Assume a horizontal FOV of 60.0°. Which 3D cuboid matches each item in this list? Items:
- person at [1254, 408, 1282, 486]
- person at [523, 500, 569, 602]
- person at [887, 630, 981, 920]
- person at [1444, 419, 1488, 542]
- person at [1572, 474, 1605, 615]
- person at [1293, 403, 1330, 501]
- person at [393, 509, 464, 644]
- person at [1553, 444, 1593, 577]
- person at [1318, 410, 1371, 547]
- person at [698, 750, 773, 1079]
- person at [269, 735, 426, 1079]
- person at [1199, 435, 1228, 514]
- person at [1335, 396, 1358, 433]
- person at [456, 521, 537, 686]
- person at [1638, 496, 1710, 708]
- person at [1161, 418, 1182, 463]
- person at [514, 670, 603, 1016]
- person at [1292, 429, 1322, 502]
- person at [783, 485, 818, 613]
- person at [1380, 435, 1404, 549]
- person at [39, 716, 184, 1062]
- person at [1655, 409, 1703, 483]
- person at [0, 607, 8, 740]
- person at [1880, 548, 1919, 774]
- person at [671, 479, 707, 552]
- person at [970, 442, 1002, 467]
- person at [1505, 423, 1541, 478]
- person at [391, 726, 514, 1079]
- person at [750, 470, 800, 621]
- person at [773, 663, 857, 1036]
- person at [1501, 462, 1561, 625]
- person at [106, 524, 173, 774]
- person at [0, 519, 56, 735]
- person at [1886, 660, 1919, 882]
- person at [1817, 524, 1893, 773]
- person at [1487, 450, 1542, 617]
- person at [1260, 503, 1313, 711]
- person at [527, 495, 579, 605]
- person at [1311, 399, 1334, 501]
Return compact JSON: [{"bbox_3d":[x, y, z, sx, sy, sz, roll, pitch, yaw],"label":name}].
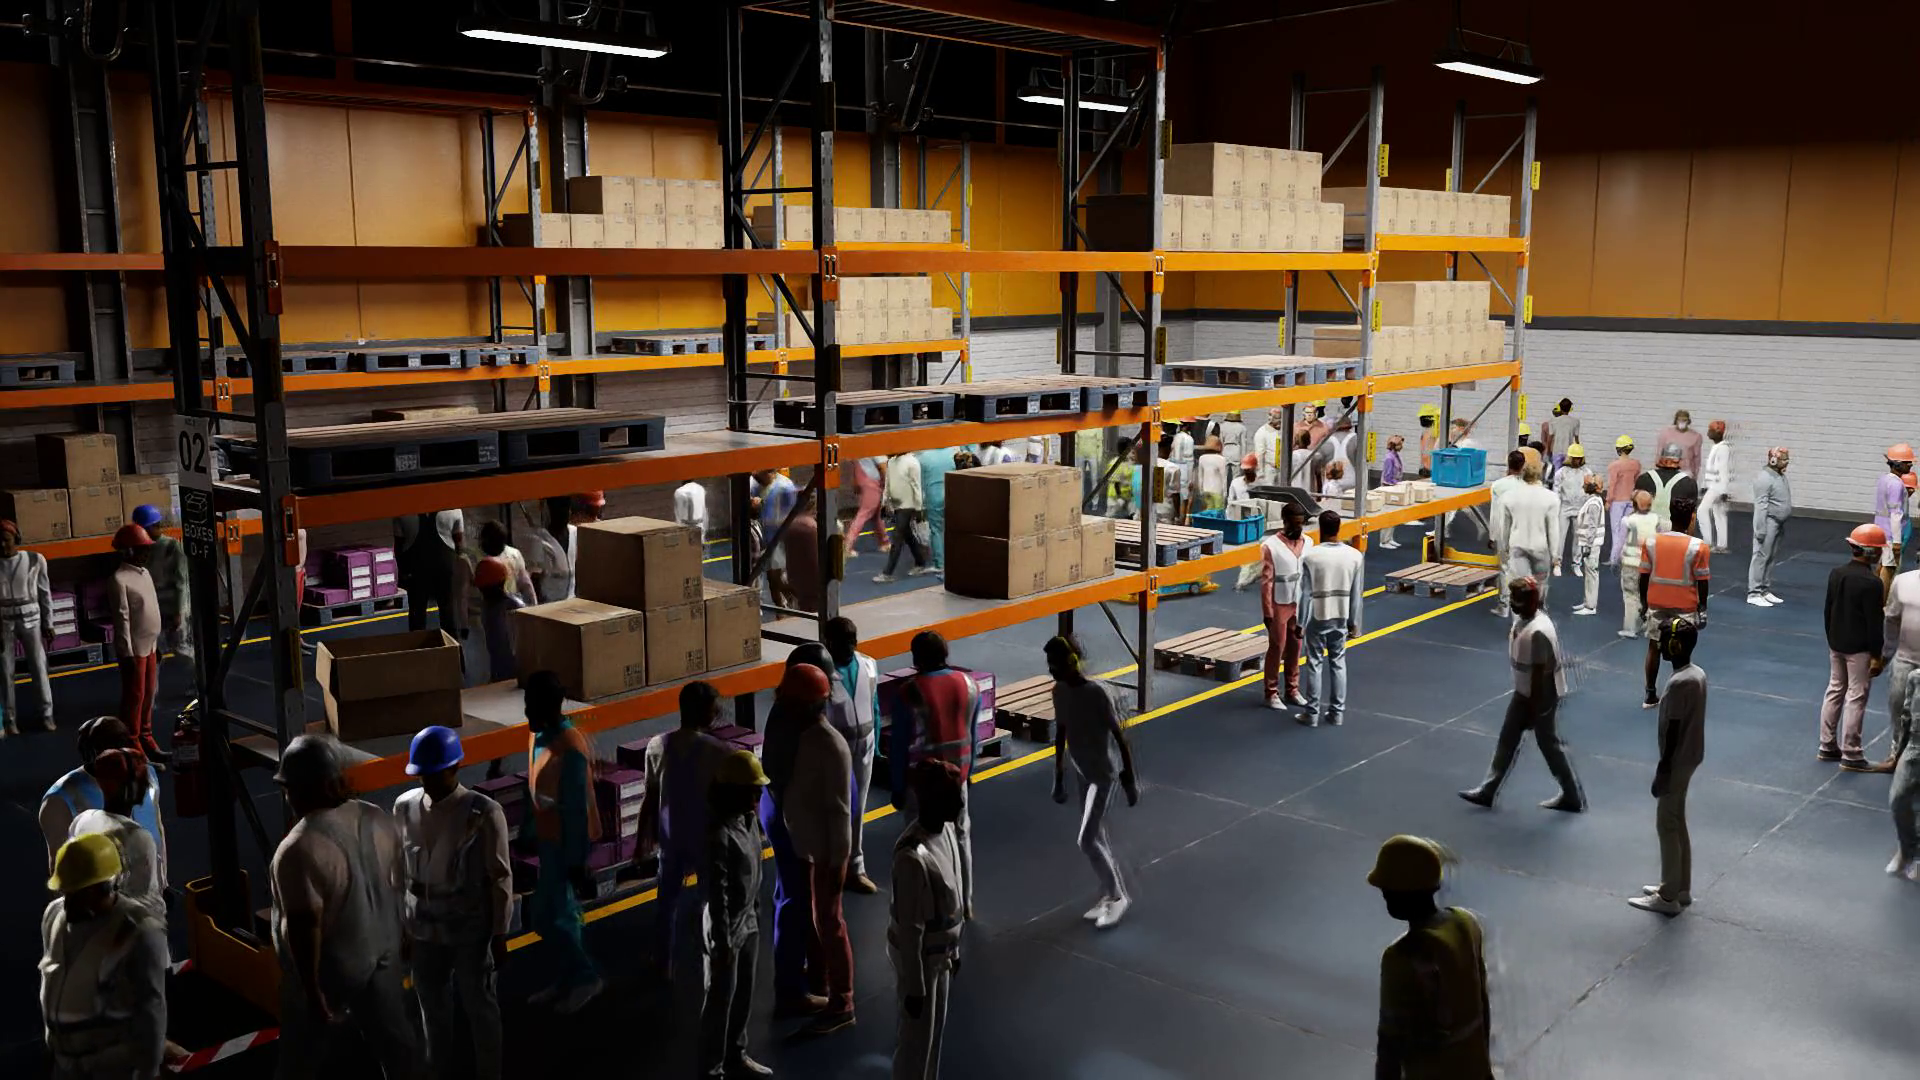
[{"bbox_3d":[4.695,-1.036,24.922,0.654,1.895,0.400,-7,12,-34],"label":"person"},{"bbox_3d":[-4.670,0.012,19.362,0.859,1.640,0.541,-3,10,-19],"label":"person"},{"bbox_3d":[-0.169,1.461,10.204,0.627,1.836,0.431,-6,11,-31],"label":"person"},{"bbox_3d":[7.299,-0.857,24.114,0.853,1.816,0.570,-2,10,-14],"label":"person"},{"bbox_3d":[7.267,0.051,19.177,0.309,1.641,0.511,4,10,20],"label":"person"},{"bbox_3d":[5.342,-1.143,25.510,0.638,1.910,0.407,2,10,14],"label":"person"},{"bbox_3d":[-5.381,0.233,16.896,0.681,2.000,0.535,-3,10,-17],"label":"person"},{"bbox_3d":[7.909,-0.382,21.486,0.480,1.733,0.335,0,10,1],"label":"person"},{"bbox_3d":[5.386,-0.828,23.228,0.764,2.000,0.545,5,11,28],"label":"person"},{"bbox_3d":[-1.074,1.863,8.087,0.329,1.737,0.490,3,10,15],"label":"person"},{"bbox_3d":[-2.814,1.816,7.445,1.045,2.000,0.684,4,10,24],"label":"person"},{"bbox_3d":[3.588,-0.677,23.571,0.508,1.617,0.536,-7,12,-37],"label":"person"},{"bbox_3d":[7.116,-1.901,30.660,0.317,1.695,0.540,-7,12,-35],"label":"person"},{"bbox_3d":[-4.057,0.720,14.720,0.939,1.787,0.654,9,13,42],"label":"person"},{"bbox_3d":[6.457,0.578,15.053,0.613,1.963,0.362,8,13,41],"label":"person"},{"bbox_3d":[3.008,-0.922,24.163,0.398,1.918,0.588,3,10,20],"label":"person"},{"bbox_3d":[-2.173,1.622,9.000,0.444,1.906,0.612,-5,11,-27],"label":"person"},{"bbox_3d":[4.594,-0.577,22.335,0.508,1.838,0.334,-1,10,-4],"label":"person"},{"bbox_3d":[-1.459,0.406,16.297,0.452,1.903,0.656,-5,11,-26],"label":"person"},{"bbox_3d":[6.115,-0.683,23.591,0.312,1.632,0.526,4,10,24],"label":"person"},{"bbox_3d":[-4.188,1.776,8.271,0.429,1.847,0.626,4,10,23],"label":"person"},{"bbox_3d":[10.658,-1.006,24.711,0.636,1.912,0.824,3,10,18],"label":"person"},{"bbox_3d":[-8.344,0.822,14.007,0.551,1.838,0.323,-6,11,-31],"label":"person"},{"bbox_3d":[7.549,0.938,13.036,0.385,1.928,0.642,-4,10,-23],"label":"person"},{"bbox_3d":[-3.069,0.000,18.787,0.726,1.869,0.609,3,10,19],"label":"person"},{"bbox_3d":[0.332,-0.663,22.725,0.579,1.883,0.792,7,12,37],"label":"person"},{"bbox_3d":[7.489,-0.604,22.279,0.592,1.913,0.396,-6,11,-30],"label":"person"},{"bbox_3d":[-2.394,1.805,7.791,0.617,1.943,0.402,3,10,16],"label":"person"},{"bbox_3d":[-2.077,0.025,18.239,0.656,2.004,0.418,6,11,32],"label":"person"},{"bbox_3d":[-0.782,1.617,8.808,0.410,1.984,0.617,-5,11,-29],"label":"person"},{"bbox_3d":[6.221,0.096,18.128,0.660,1.896,0.910,6,11,33],"label":"person"},{"bbox_3d":[-6.560,0.858,13.291,0.374,1.997,0.609,-1,10,-7],"label":"person"},{"bbox_3d":[-8.143,0.747,14.334,0.585,1.873,0.351,-5,11,-28],"label":"person"},{"bbox_3d":[6.334,1.409,10.807,0.446,1.714,0.515,-6,11,-34],"label":"person"},{"bbox_3d":[7.181,0.853,13.329,0.383,1.991,0.622,-1,10,-6],"label":"person"},{"bbox_3d":[6.339,-0.065,19.038,0.590,1.920,0.399,-1,10,-4],"label":"person"},{"bbox_3d":[2.963,0.599,15.123,0.598,1.908,0.410,-6,11,-33],"label":"person"},{"bbox_3d":[-3.762,0.498,15.612,0.467,1.938,0.686,6,11,30],"label":"person"},{"bbox_3d":[5.824,-1.390,26.969,0.414,1.916,0.587,-4,10,-24],"label":"person"}]
